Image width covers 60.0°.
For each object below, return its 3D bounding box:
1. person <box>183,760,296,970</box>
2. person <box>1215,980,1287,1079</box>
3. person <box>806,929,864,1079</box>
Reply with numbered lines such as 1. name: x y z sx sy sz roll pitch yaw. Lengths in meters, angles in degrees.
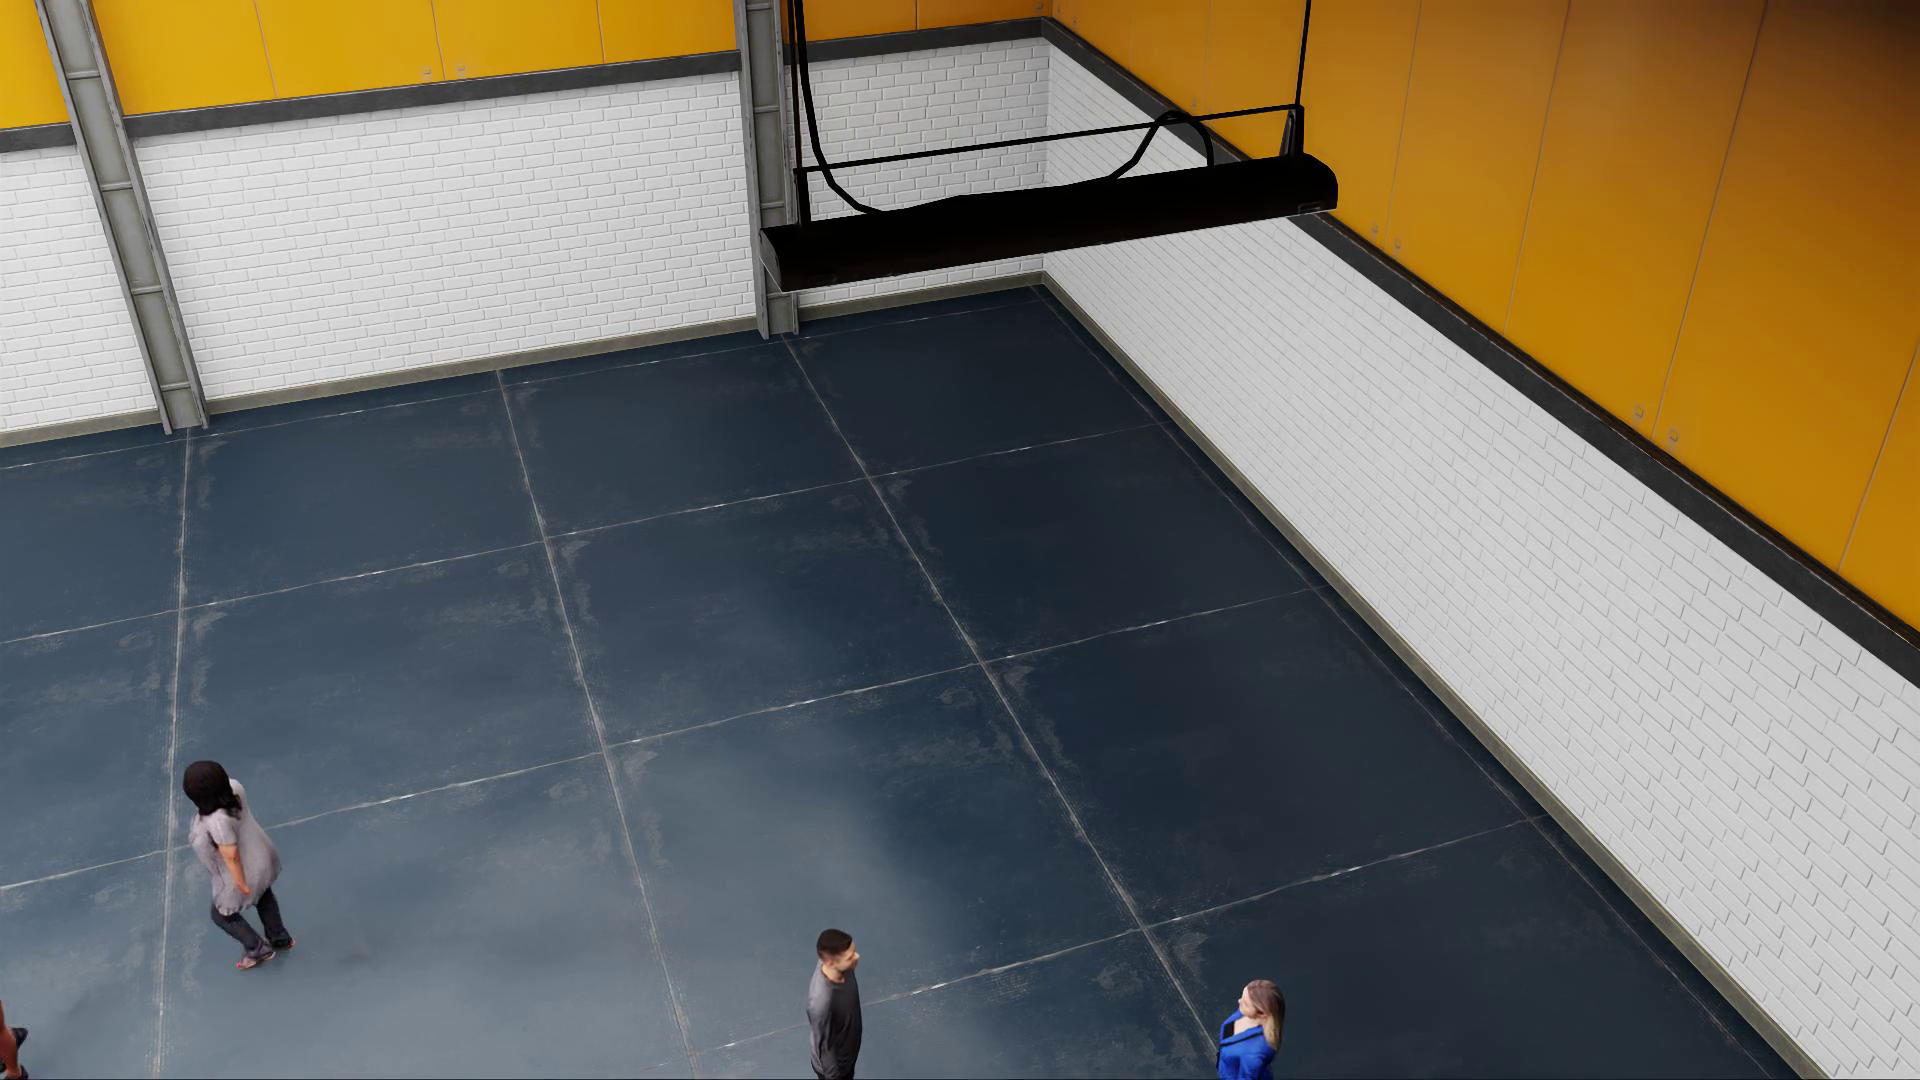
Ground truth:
1. person: -4.375 1.978 10.257 0.738 1.593 0.709 -2 34 -2
2. person: 1.589 2.921 8.755 0.920 1.686 0.837 7 34 10
3. person: -0.678 2.743 8.958 0.668 1.759 0.683 3 34 5
